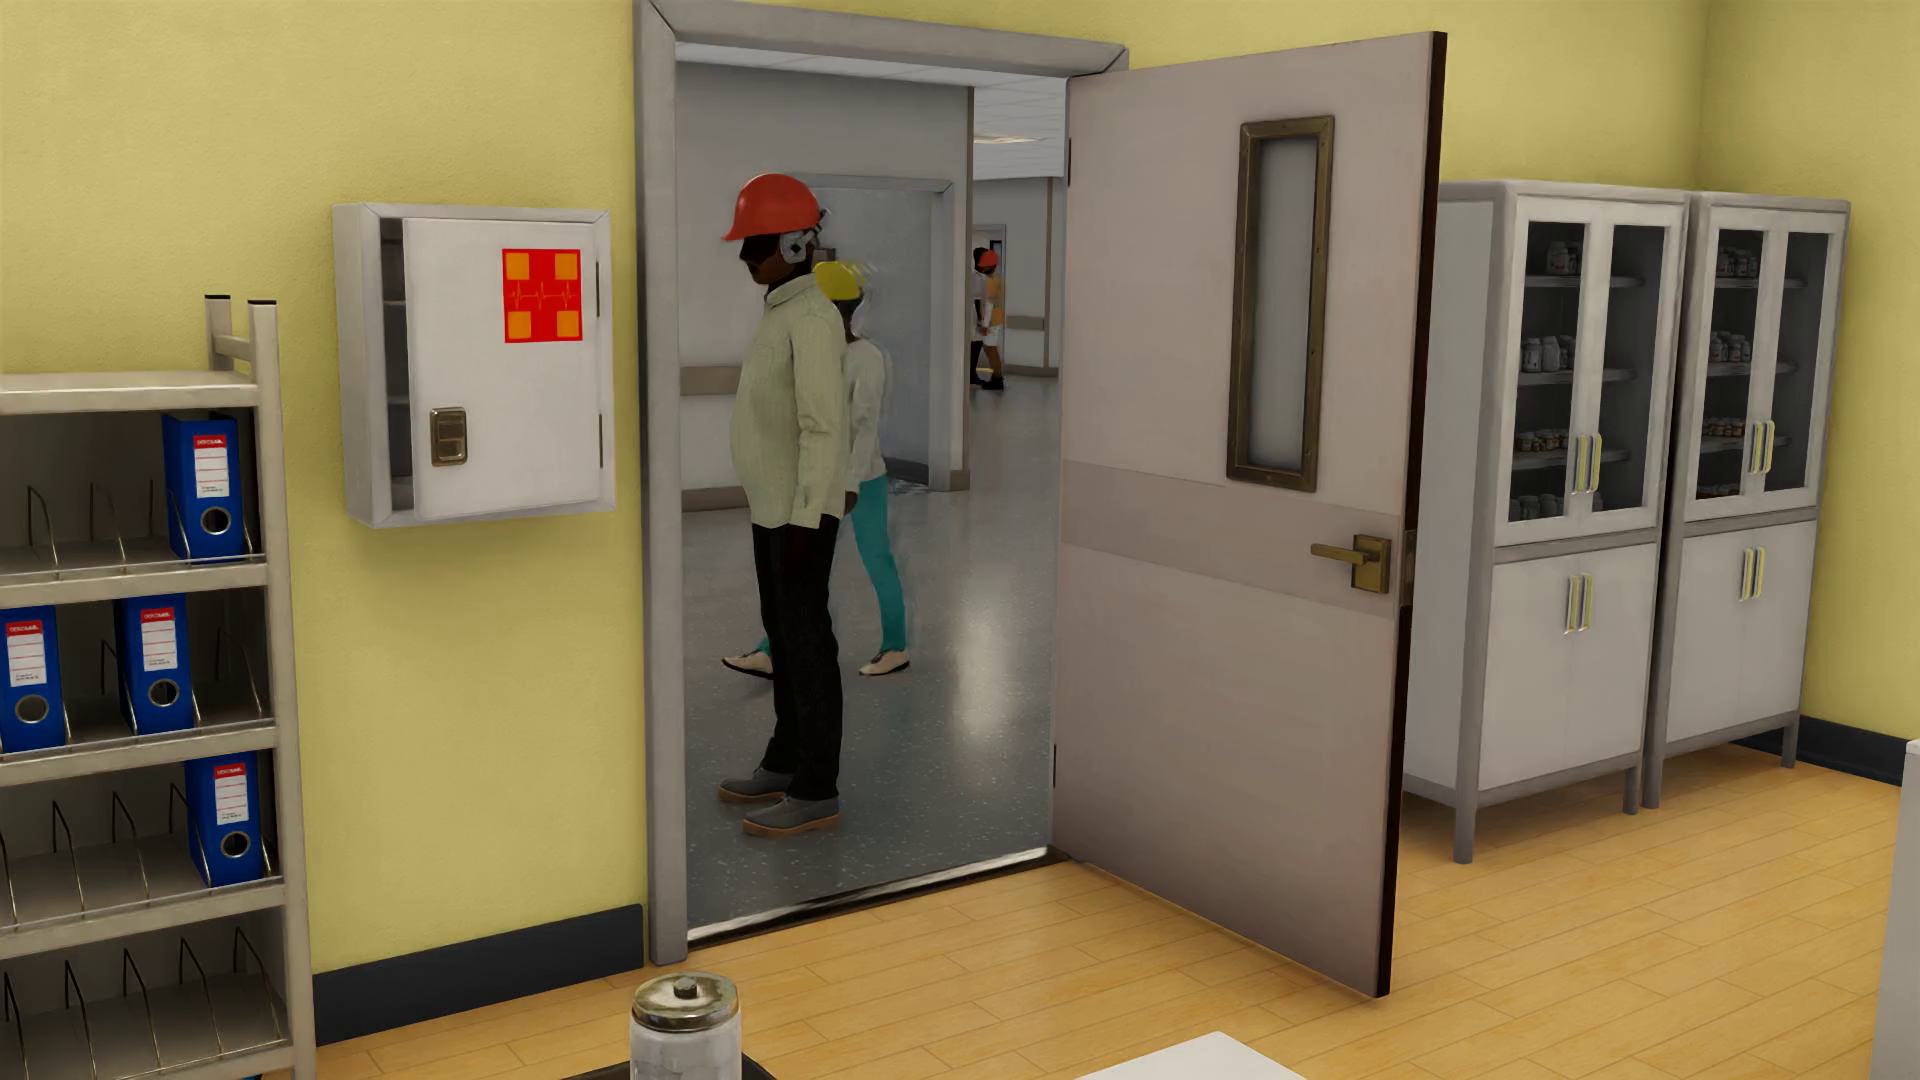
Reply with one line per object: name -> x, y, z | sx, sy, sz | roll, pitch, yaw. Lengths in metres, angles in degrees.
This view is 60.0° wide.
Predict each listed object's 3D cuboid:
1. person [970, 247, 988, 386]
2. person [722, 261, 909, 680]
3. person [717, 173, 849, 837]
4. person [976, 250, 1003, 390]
person -> 0.239, -3.135, 23.390 | 0.385, 1.951, 0.617 | -1, 10, -9
person -> -0.551, -0.258, 6.798 | 0.872, 1.725, 0.547 | -8, 13, -42
person -> -0.533, -0.102, 5.079 | 0.384, 1.991, 0.609 | -2, 10, -19
person -> 0.413, -2.977, 22.617 | 0.428, 1.900, 0.595 | 1, 10, 2
